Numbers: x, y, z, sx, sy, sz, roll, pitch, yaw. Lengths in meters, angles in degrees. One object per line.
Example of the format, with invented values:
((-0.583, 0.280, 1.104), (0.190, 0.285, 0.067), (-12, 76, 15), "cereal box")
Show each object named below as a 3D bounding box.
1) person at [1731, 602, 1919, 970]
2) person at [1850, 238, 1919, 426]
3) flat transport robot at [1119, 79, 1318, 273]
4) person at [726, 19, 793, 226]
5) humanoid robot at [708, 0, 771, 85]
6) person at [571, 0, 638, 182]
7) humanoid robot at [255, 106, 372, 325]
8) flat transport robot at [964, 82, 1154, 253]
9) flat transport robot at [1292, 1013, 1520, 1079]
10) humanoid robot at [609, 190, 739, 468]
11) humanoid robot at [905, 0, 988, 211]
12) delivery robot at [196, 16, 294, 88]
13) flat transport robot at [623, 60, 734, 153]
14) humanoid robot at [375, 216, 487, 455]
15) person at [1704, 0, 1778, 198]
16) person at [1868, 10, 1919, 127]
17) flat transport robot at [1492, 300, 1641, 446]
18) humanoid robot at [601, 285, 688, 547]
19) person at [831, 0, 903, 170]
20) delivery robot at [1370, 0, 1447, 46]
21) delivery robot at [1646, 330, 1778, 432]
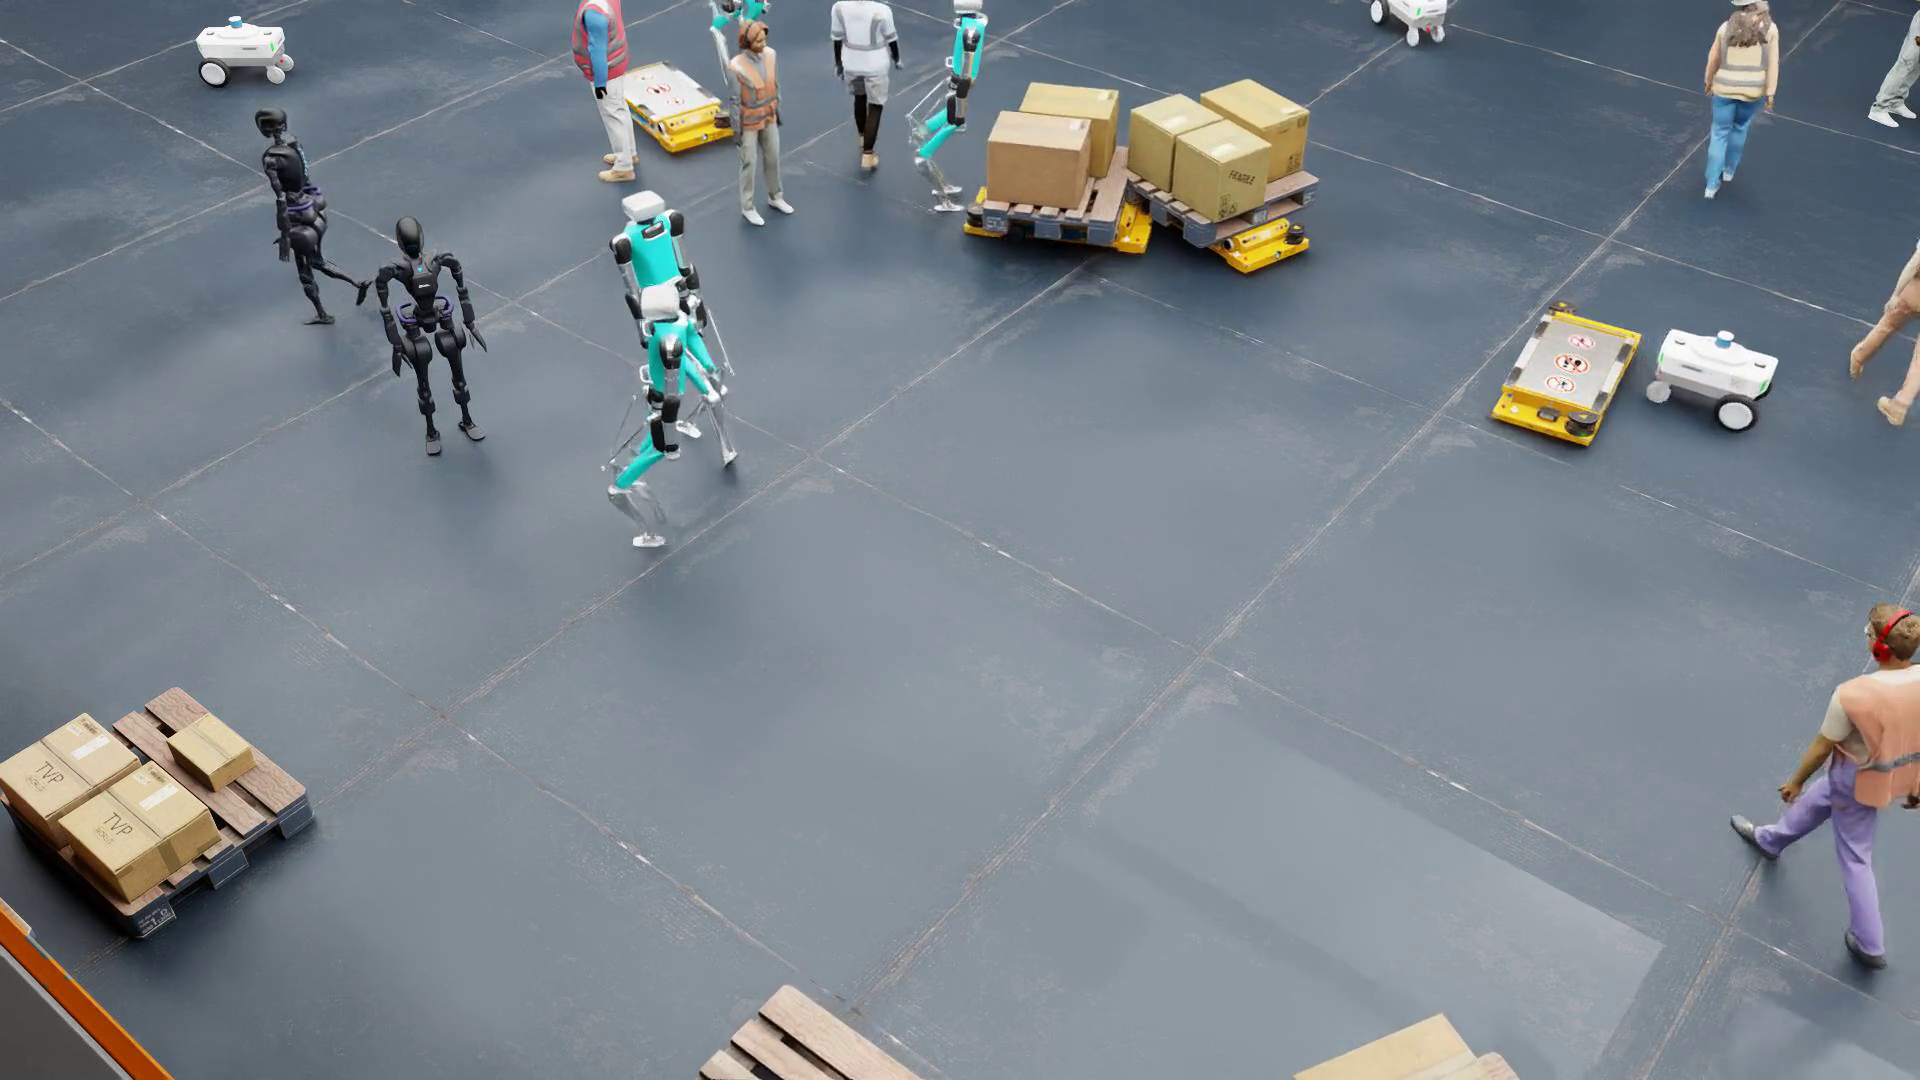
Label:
((4.159, 1.117, 7.613), (0.577, 1.767, 1.015), (-14, 42, -16), "person")
((6.349, -1.637, 10.903), (0.481, 1.689, 0.808), (10, 41, 12), "person")
((2.017, -2.567, 13.098), (0.659, 0.231, 1.431), (-24, 46, -26), "flat transport robot")
((-1.564, -3.218, 12.812), (0.315, 1.633, 0.523), (28, 48, 29), "person")
((-1.961, -4.780, 14.595), (0.548, 1.797, 0.749), (-30, 49, -30), "humanoid robot")
((-2.862, -3.774, 13.316), (0.431, 1.838, 0.629), (-2, 40, -2), "person")
((-4.547, -2.244, 11.642), (0.528, 1.643, 0.608), (1, 40, 1), "humanoid robot")
((0.797, -2.567, 13.098), (1.431, 0.231, 0.659), (8, 41, 9), "flat transport robot")
((1.918, 2.848, 6.728), (0.659, 0.231, 1.431), (-16, 43, -18), "flat transport robot")
((-1.630, -1.248, 10.422), (1.016, 1.746, 0.544), (30, 49, 30), "humanoid robot")
((-0.166, -3.374, 12.916), (0.768, 1.787, 0.531), (1, 40, 1), "humanoid robot")
((-6.520, -4.436, 15.091), (0.808, 0.614, 0.499), (0, 40, 0), "delivery robot")
((-2.582, -3.821, 14.573), (0.659, 0.231, 1.431), (-25, 46, -26), "flat transport robot")
((-3.329, -1.305, 10.518), (0.599, 1.653, 0.315), (-20, 44, -22), "humanoid robot")
((6.176, -3.605, 13.208), (0.550, 1.650, 0.661), (13, 42, 15), "person")
((8.223, -4.356, 14.074), (0.484, 1.738, 0.340), (-27, 47, -28), "person")
((4.200, -1.168, 11.452), (0.659, 0.231, 1.431), (21, 44, 22), "flat transport robot")
((-1.898, -0.654, 9.739), (0.753, 1.808, 0.545), (-9, 41, -10), "humanoid robot")
((-0.765, -3.870, 13.544), (0.547, 1.671, 0.661), (14, 42, 16), "person")
((4.316, -5.103, 15.840), (0.499, 0.568, 0.750), (-12, 42, -13), "delivery robot")
((5.082, -1.111, 11.178), (0.811, 0.613, 0.499), (22, 45, 24), "delivery robot")
